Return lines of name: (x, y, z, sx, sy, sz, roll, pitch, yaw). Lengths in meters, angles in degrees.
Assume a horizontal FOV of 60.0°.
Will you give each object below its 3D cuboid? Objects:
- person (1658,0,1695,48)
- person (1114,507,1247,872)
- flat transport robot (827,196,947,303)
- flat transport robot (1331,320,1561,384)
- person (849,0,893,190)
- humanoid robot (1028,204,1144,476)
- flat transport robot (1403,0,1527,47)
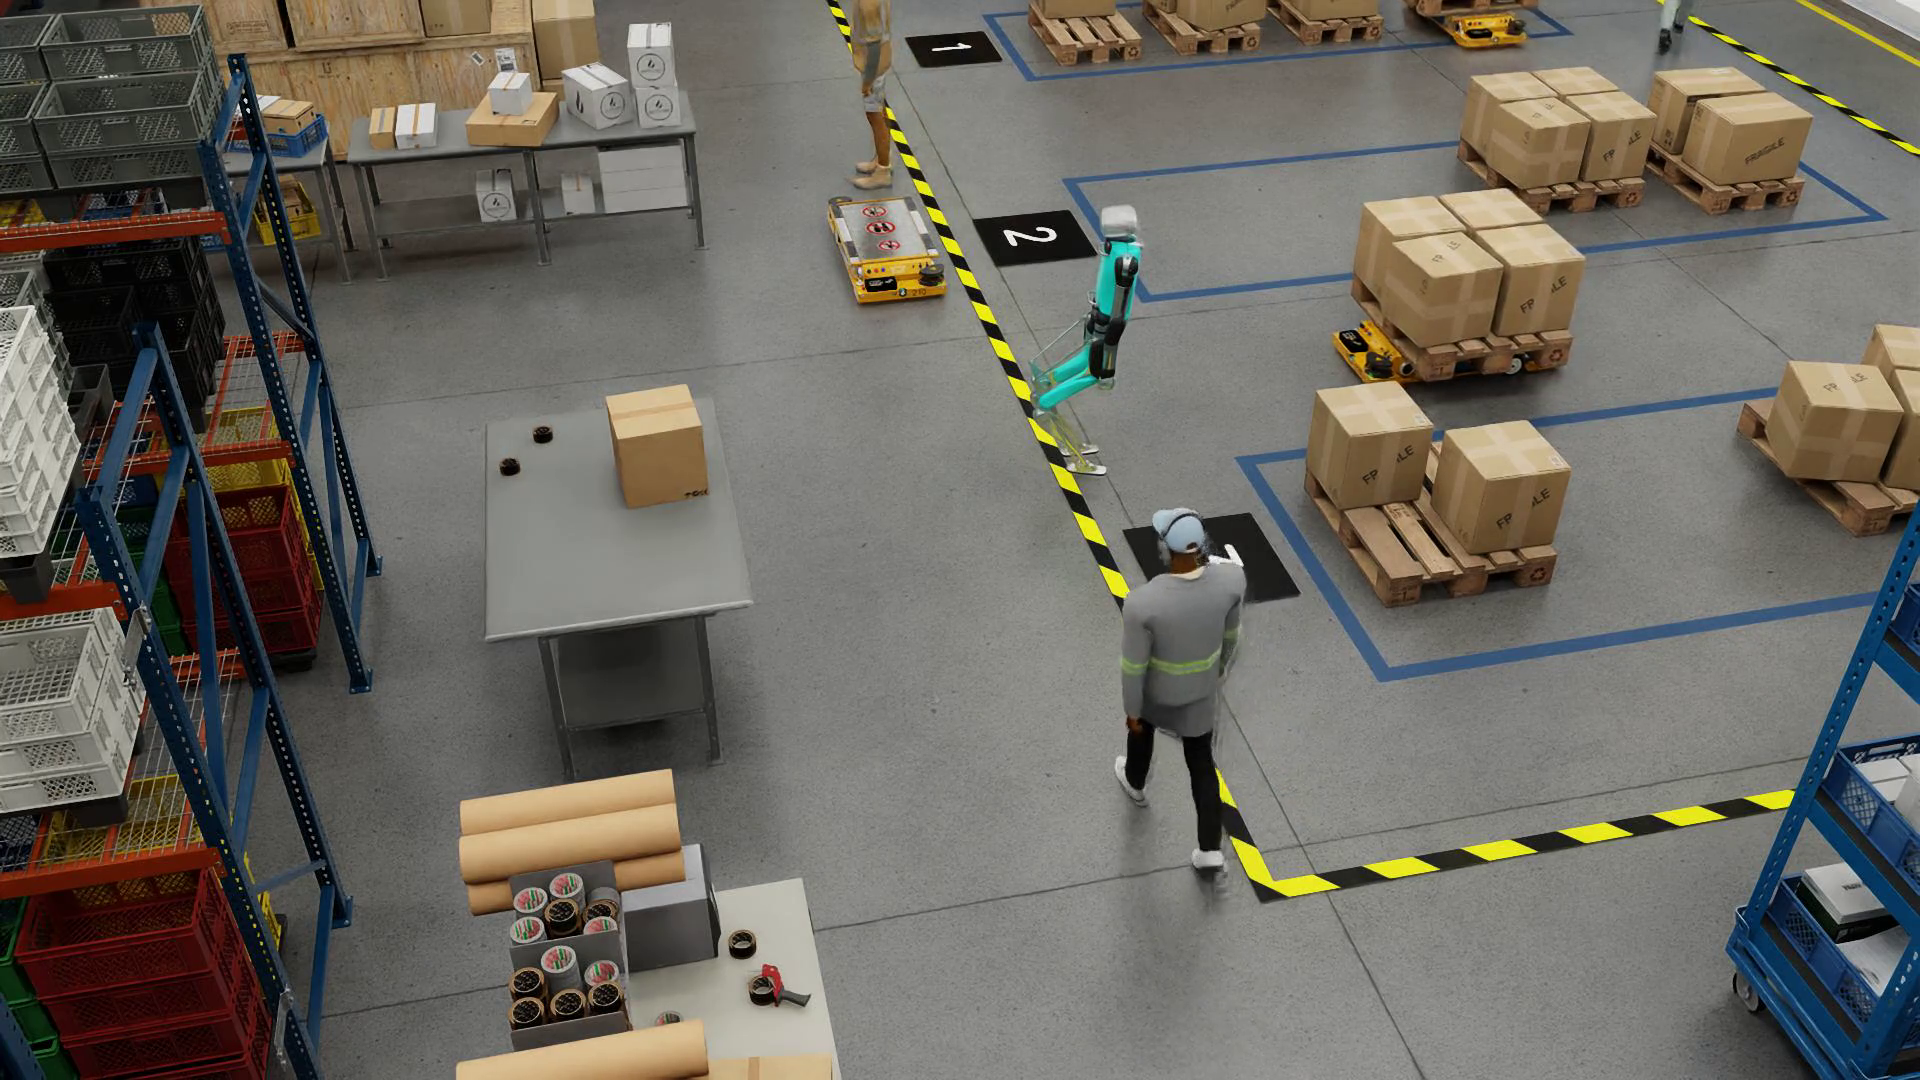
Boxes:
person: (7.002, -5.639, 15.861, 0.615, 1.792, 0.885, 9, 38, 12)
person: (0.989, 0.652, 7.385, 0.588, 1.816, 0.883, -8, 37, -11)
flat transport robot: (-0.570, -2.220, 12.538, 0.659, 0.231, 1.431, -8, 37, -10)
flat transport robot: (3.339, -1.349, 11.343, 1.431, 0.197, 0.652, -8, 37, -10)
person: (-0.729, -3.774, 13.142, 0.389, 2.040, 0.613, 1, 37, 1)
humanoid robot: (0.669, -1.157, 9.766, 0.735, 1.677, 0.533, -1, 37, -2)
flat transport robot: (5.036, -5.294, 16.646, 0.652, 0.197, 1.431, -8, 37, -10)
